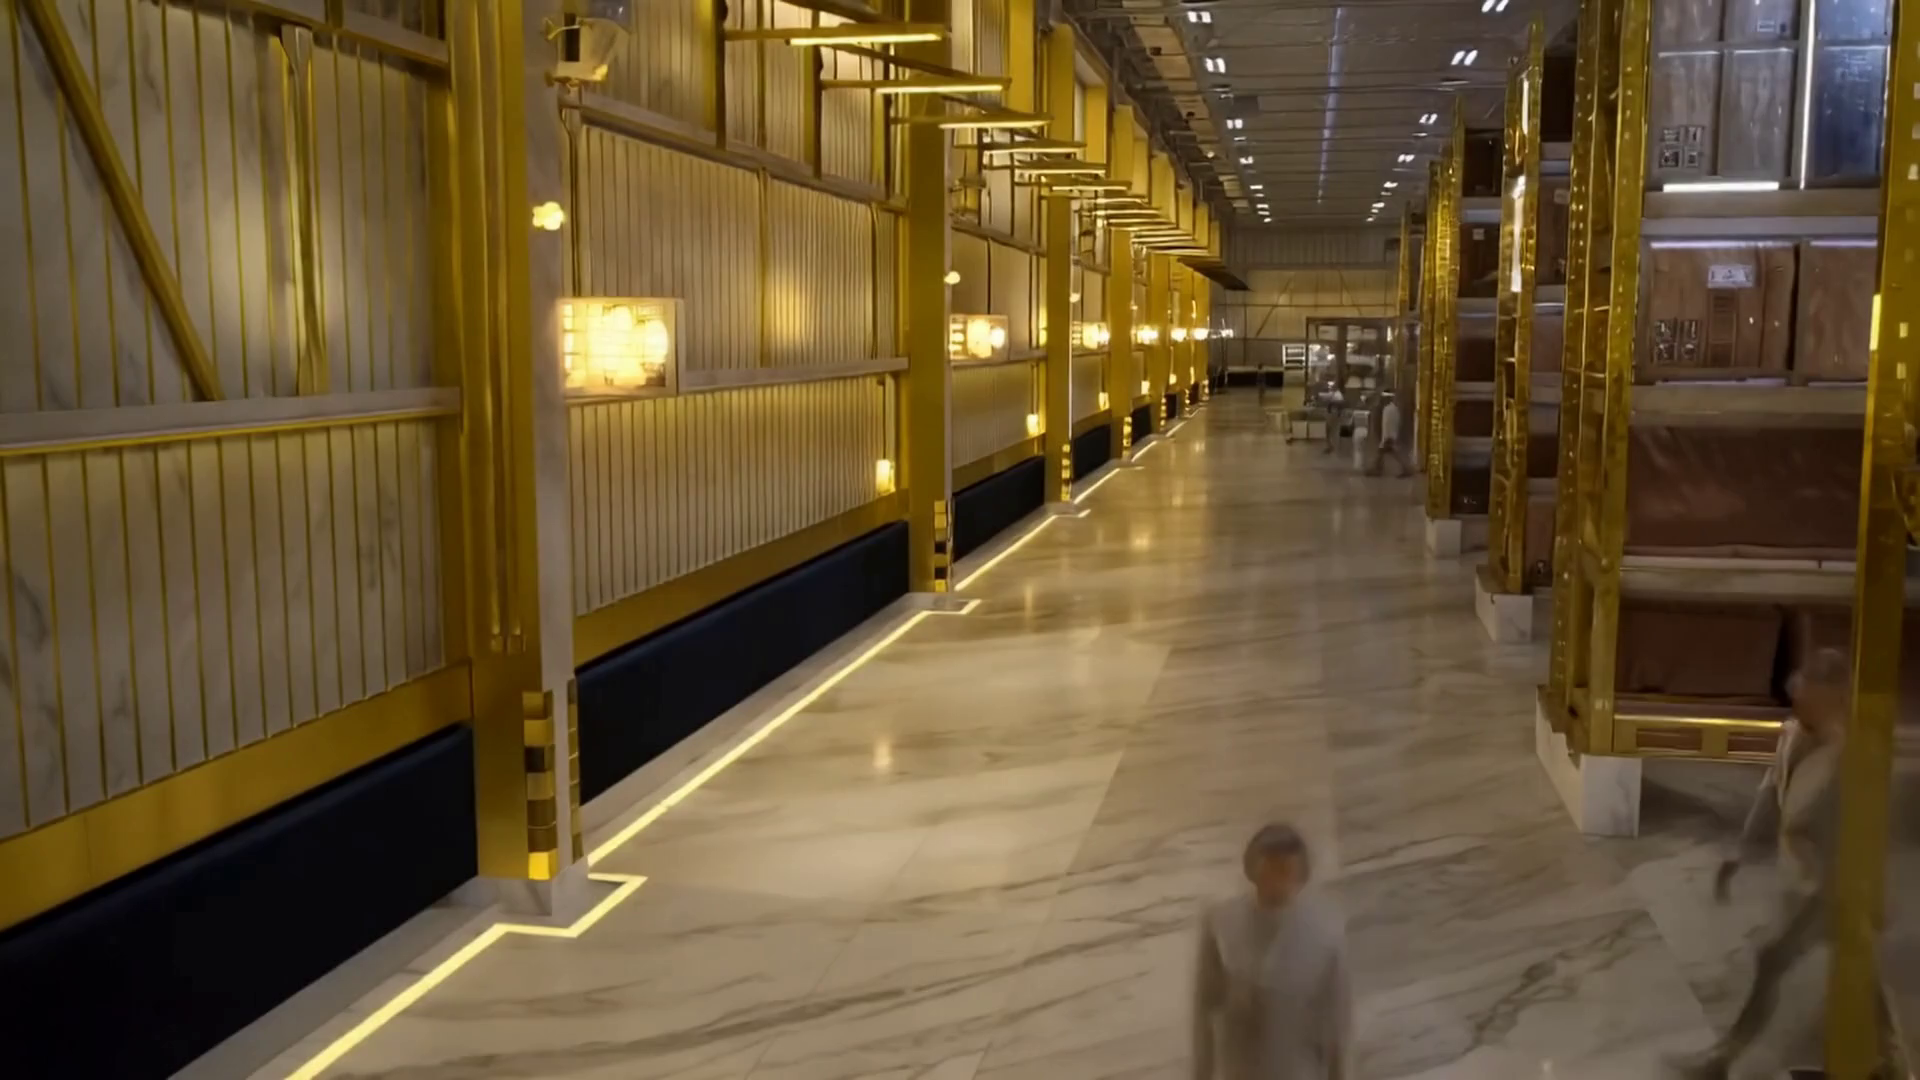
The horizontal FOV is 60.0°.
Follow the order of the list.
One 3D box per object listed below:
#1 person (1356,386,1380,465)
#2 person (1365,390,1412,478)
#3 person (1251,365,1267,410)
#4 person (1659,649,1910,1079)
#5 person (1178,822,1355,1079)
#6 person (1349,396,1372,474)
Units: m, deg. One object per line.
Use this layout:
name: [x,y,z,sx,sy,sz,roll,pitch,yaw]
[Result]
person: [9.492,-2.665,38.848,0.981,1.860,0.656,-5,9,-35]
person: [9.155,-2.246,35.325,0.925,1.889,0.545,3,8,19]
person: [11.950,-6.101,66.501,0.599,1.809,0.777,0,7,1]
person: [3.412,1.342,6.692,1.032,1.867,0.569,1,7,5]
person: [0.935,1.669,5.139,0.515,1.595,0.855,3,8,22]
person: [8.713,-2.273,36.230,0.498,1.716,0.424,0,7,1]
